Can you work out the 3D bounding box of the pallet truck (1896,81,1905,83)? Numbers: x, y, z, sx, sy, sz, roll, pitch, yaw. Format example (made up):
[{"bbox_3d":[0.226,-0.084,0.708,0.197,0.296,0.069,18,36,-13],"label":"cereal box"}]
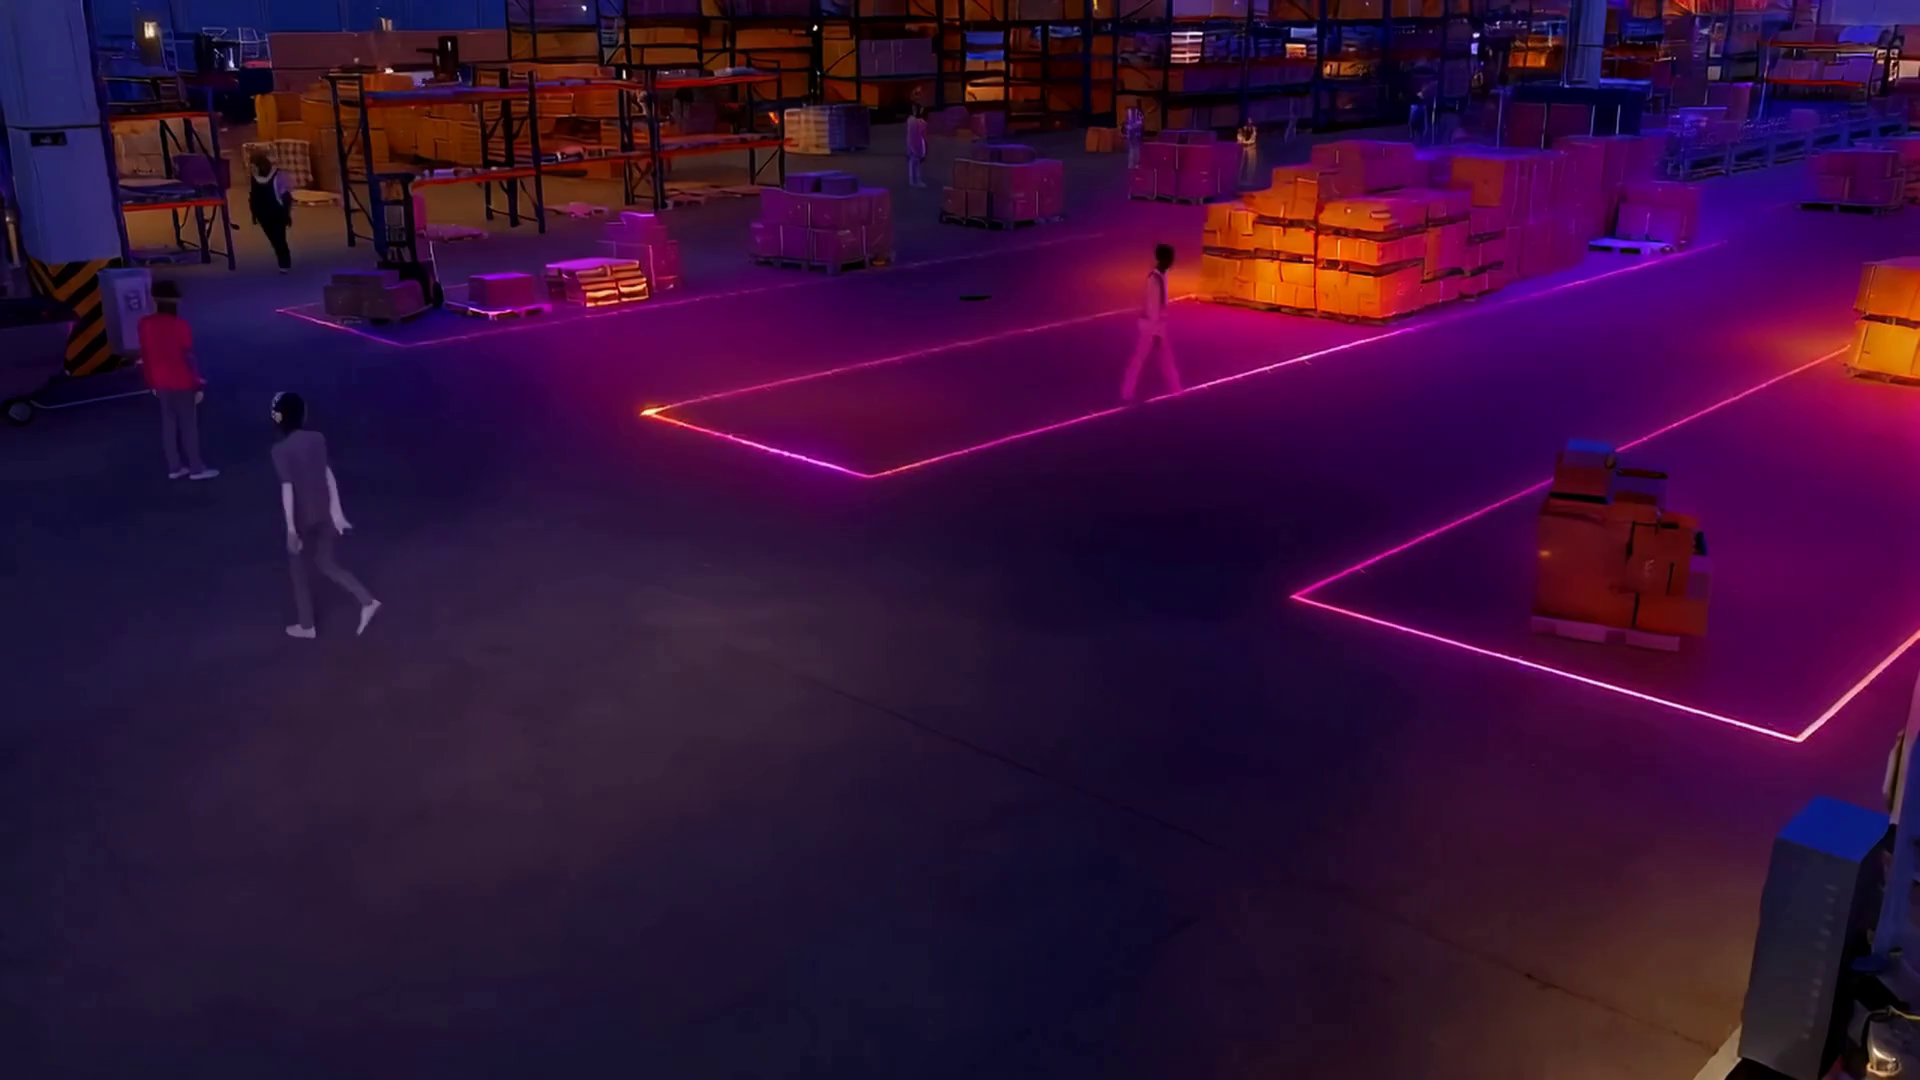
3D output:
[{"bbox_3d":[34.802,-16.331,61.455,0.653,1.274,1.630,17,25,41],"label":"pallet truck"}]

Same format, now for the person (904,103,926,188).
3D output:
[{"bbox_3d":[-1.053,-9.343,39.378,0.608,1.960,0.371,14,23,36],"label":"person"}]

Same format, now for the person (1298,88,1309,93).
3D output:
[{"bbox_3d":[12.961,-17.006,62.931,0.551,1.636,0.875,15,24,38],"label":"person"}]

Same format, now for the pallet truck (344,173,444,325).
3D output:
[{"bbox_3d":[-8.209,-4.181,23.757,0.823,1.965,1.885,3,19,9],"label":"pallet truck"}]

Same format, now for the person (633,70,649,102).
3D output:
[{"bbox_3d":[-10.755,-14.870,56.103,0.592,1.910,0.380,-14,23,-36],"label":"person"}]

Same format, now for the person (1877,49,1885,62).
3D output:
[{"bbox_3d":[43.334,-22.256,78.374,0.637,1.889,1.001,-3,19,-8],"label":"person"}]

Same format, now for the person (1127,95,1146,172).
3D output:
[{"bbox_3d":[4.539,-10.446,42.752,0.541,1.930,0.385,-9,20,-24],"label":"person"}]

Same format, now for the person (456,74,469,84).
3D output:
[{"bbox_3d":[-16.641,-14.637,55.598,0.970,1.781,0.630,8,20,22],"label":"person"}]

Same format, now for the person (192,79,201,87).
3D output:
[{"bbox_3d":[-23.232,-13.104,50.812,0.655,1.883,1.004,-12,22,-32],"label":"person"}]

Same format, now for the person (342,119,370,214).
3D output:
[{"bbox_3d":[-12.665,-7.820,34.844,0.522,1.915,0.725,-6,19,-18],"label":"person"}]

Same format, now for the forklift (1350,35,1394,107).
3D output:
[{"bbox_3d":[15.928,-17.685,63.064,1.873,2.768,1.129,-9,20,-25],"label":"forklift"}]

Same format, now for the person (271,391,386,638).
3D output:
[{"bbox_3d":[-4.570,-0.141,11.852,0.757,1.837,0.570,8,20,24],"label":"person"}]

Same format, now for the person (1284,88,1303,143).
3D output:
[{"bbox_3d":[10.154,-12.906,50.629,0.480,1.627,0.518,-17,25,-41],"label":"person"}]

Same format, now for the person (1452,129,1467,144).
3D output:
[{"bbox_3d":[9.734,-7.121,32.779,0.987,1.883,0.574,-7,20,-21],"label":"person"}]

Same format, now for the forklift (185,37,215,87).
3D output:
[{"bbox_3d":[-27.859,-17.141,61.425,1.873,2.768,1.129,1,18,3],"label":"forklift"}]

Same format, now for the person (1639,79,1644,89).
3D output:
[{"bbox_3d":[22.751,-14.694,56.026,0.494,1.612,0.695,-9,20,-26],"label":"person"}]

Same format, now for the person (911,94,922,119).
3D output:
[{"bbox_3d":[-1.238,-11.820,47.271,0.333,1.686,0.536,7,20,20],"label":"person"}]

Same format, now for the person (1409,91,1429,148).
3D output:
[{"bbox_3d":[12.285,-11.020,44.505,0.544,1.892,0.932,0,18,0],"label":"person"}]

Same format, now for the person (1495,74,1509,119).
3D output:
[{"bbox_3d":[19.381,-15.852,59.508,0.534,1.616,0.484,-14,23,-35],"label":"person"}]

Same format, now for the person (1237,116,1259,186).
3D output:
[{"bbox_3d":[6.840,-9.256,39.604,0.514,1.643,0.307,0,18,-1],"label":"person"}]

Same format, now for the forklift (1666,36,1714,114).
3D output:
[{"bbox_3d":[27.341,-17.291,61.877,1.129,2.768,1.873,17,25,41],"label":"forklift"}]

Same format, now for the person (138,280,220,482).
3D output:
[{"bbox_3d":[-7.457,-1.508,15.823,0.586,1.921,0.375,6,19,18],"label":"person"}]

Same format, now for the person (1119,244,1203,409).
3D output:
[{"bbox_3d":[2.235,-2.360,18.532,0.966,1.825,0.643,7,20,20],"label":"person"}]

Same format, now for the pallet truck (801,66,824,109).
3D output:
[{"bbox_3d":[-4.812,-15.182,56.903,0.823,1.965,1.885,-9,21,-26],"label":"pallet truck"}]

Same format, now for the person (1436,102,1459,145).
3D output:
[{"bbox_3d":[12.728,-10.479,43.180,0.662,1.720,0.461,8,20,22],"label":"person"}]

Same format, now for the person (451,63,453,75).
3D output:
[{"bbox_3d":[-20.463,-18.451,66.931,0.542,1.896,0.988,-7,19,-19],"label":"person"}]

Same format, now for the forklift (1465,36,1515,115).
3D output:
[{"bbox_3d":[19.973,-17.201,61.605,1.873,2.768,1.129,16,24,40],"label":"forklift"}]

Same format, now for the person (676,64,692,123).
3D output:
[{"bbox_3d":[-9.661,-15.618,58.217,0.610,1.996,0.378,-15,24,-39],"label":"person"}]

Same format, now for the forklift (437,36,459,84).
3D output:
[{"bbox_3d":[-18.949,-17.311,61.939,1.129,2.768,1.873,17,25,41],"label":"forklift"}]

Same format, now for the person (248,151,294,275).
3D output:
[{"bbox_3d":[-11.365,-5.380,27.304,0.691,2.000,0.704,5,19,15],"label":"person"}]
